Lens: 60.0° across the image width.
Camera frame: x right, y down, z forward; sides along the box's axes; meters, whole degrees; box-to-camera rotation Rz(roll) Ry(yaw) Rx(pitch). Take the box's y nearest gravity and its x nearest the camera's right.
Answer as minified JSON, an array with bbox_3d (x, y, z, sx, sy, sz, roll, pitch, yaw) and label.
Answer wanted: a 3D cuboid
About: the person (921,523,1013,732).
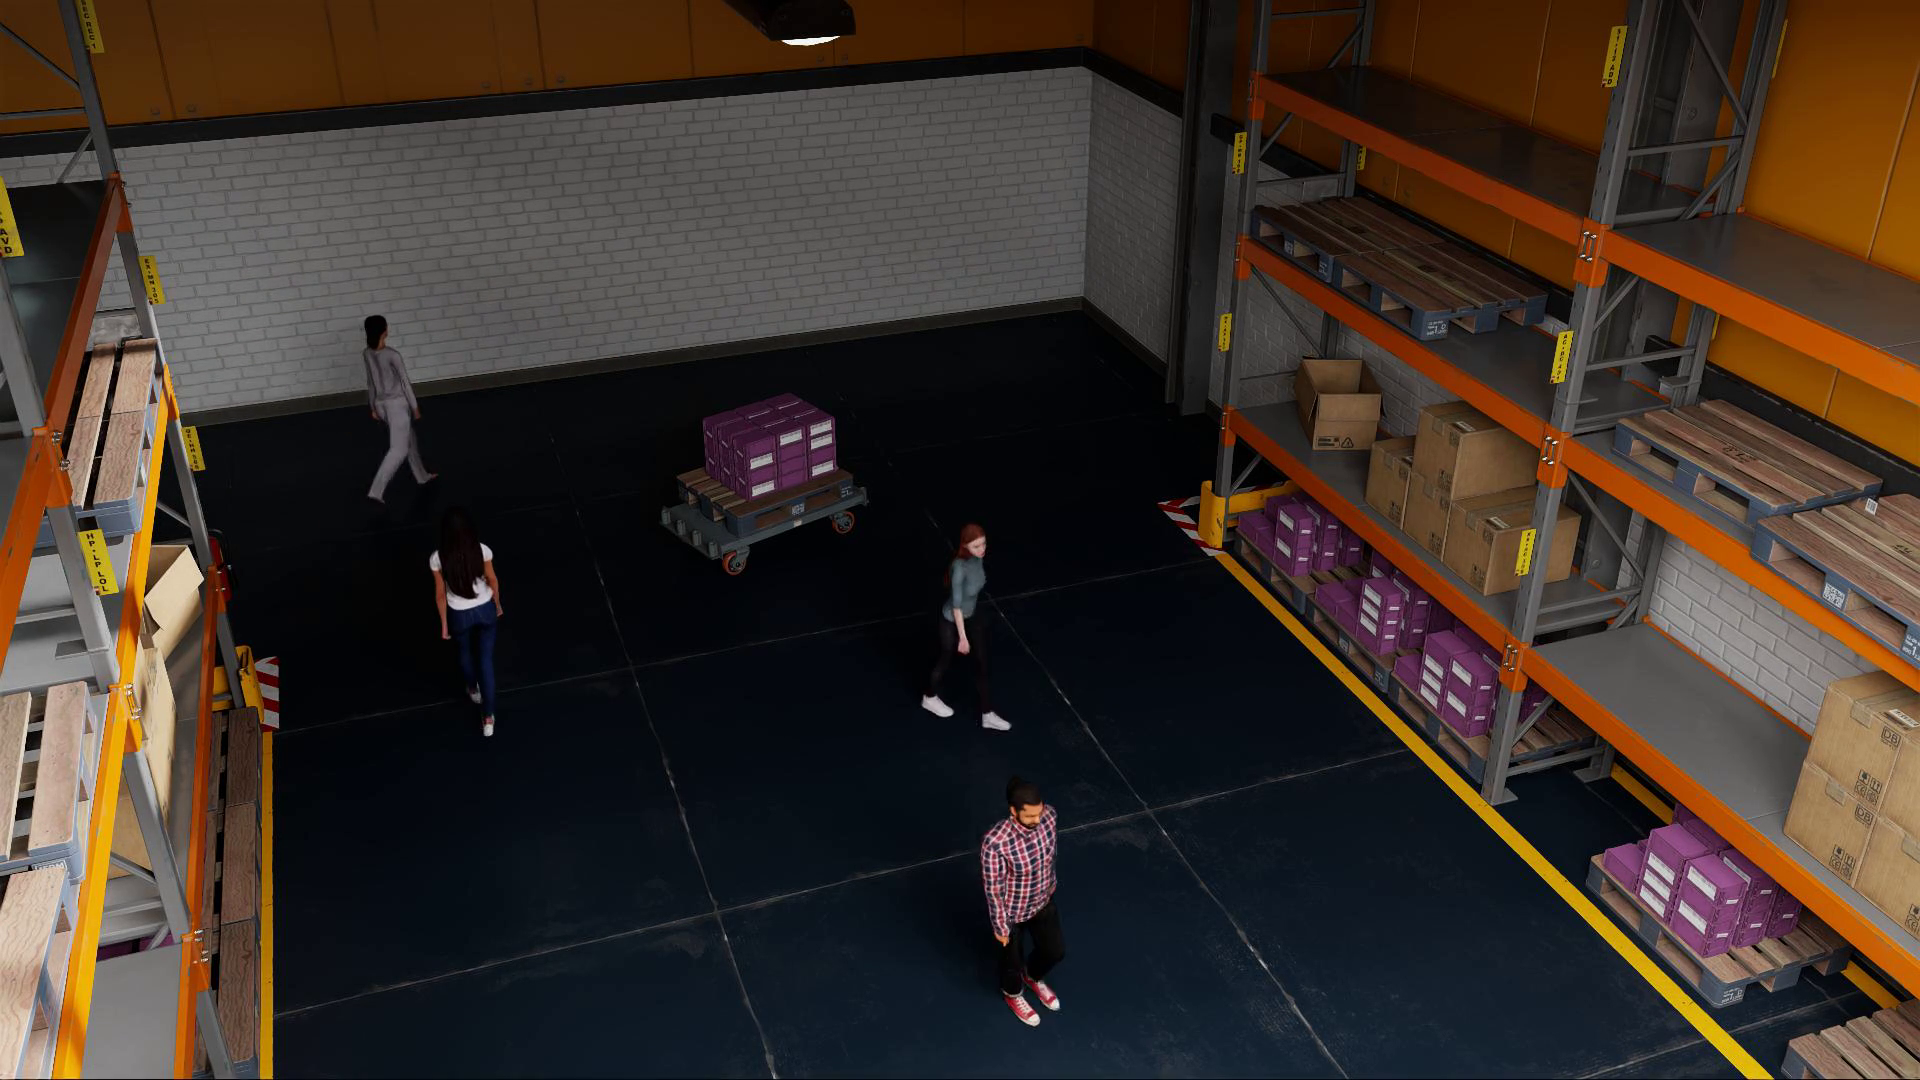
[{"bbox_3d":[-0.061,0.591,11.900,1.078,1.694,0.959,13,31,23],"label":"person"}]

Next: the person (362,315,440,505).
[{"bbox_3d":[-5.173,-1.147,15.038,1.091,1.739,1.102,15,32,26],"label":"person"}]

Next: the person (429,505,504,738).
[{"bbox_3d":[-3.451,0.614,11.803,0.591,1.746,0.902,-10,30,-17],"label":"person"}]

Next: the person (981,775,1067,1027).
[{"bbox_3d":[0.308,1.968,9.322,0.781,1.745,0.710,-24,37,-37],"label":"person"}]
